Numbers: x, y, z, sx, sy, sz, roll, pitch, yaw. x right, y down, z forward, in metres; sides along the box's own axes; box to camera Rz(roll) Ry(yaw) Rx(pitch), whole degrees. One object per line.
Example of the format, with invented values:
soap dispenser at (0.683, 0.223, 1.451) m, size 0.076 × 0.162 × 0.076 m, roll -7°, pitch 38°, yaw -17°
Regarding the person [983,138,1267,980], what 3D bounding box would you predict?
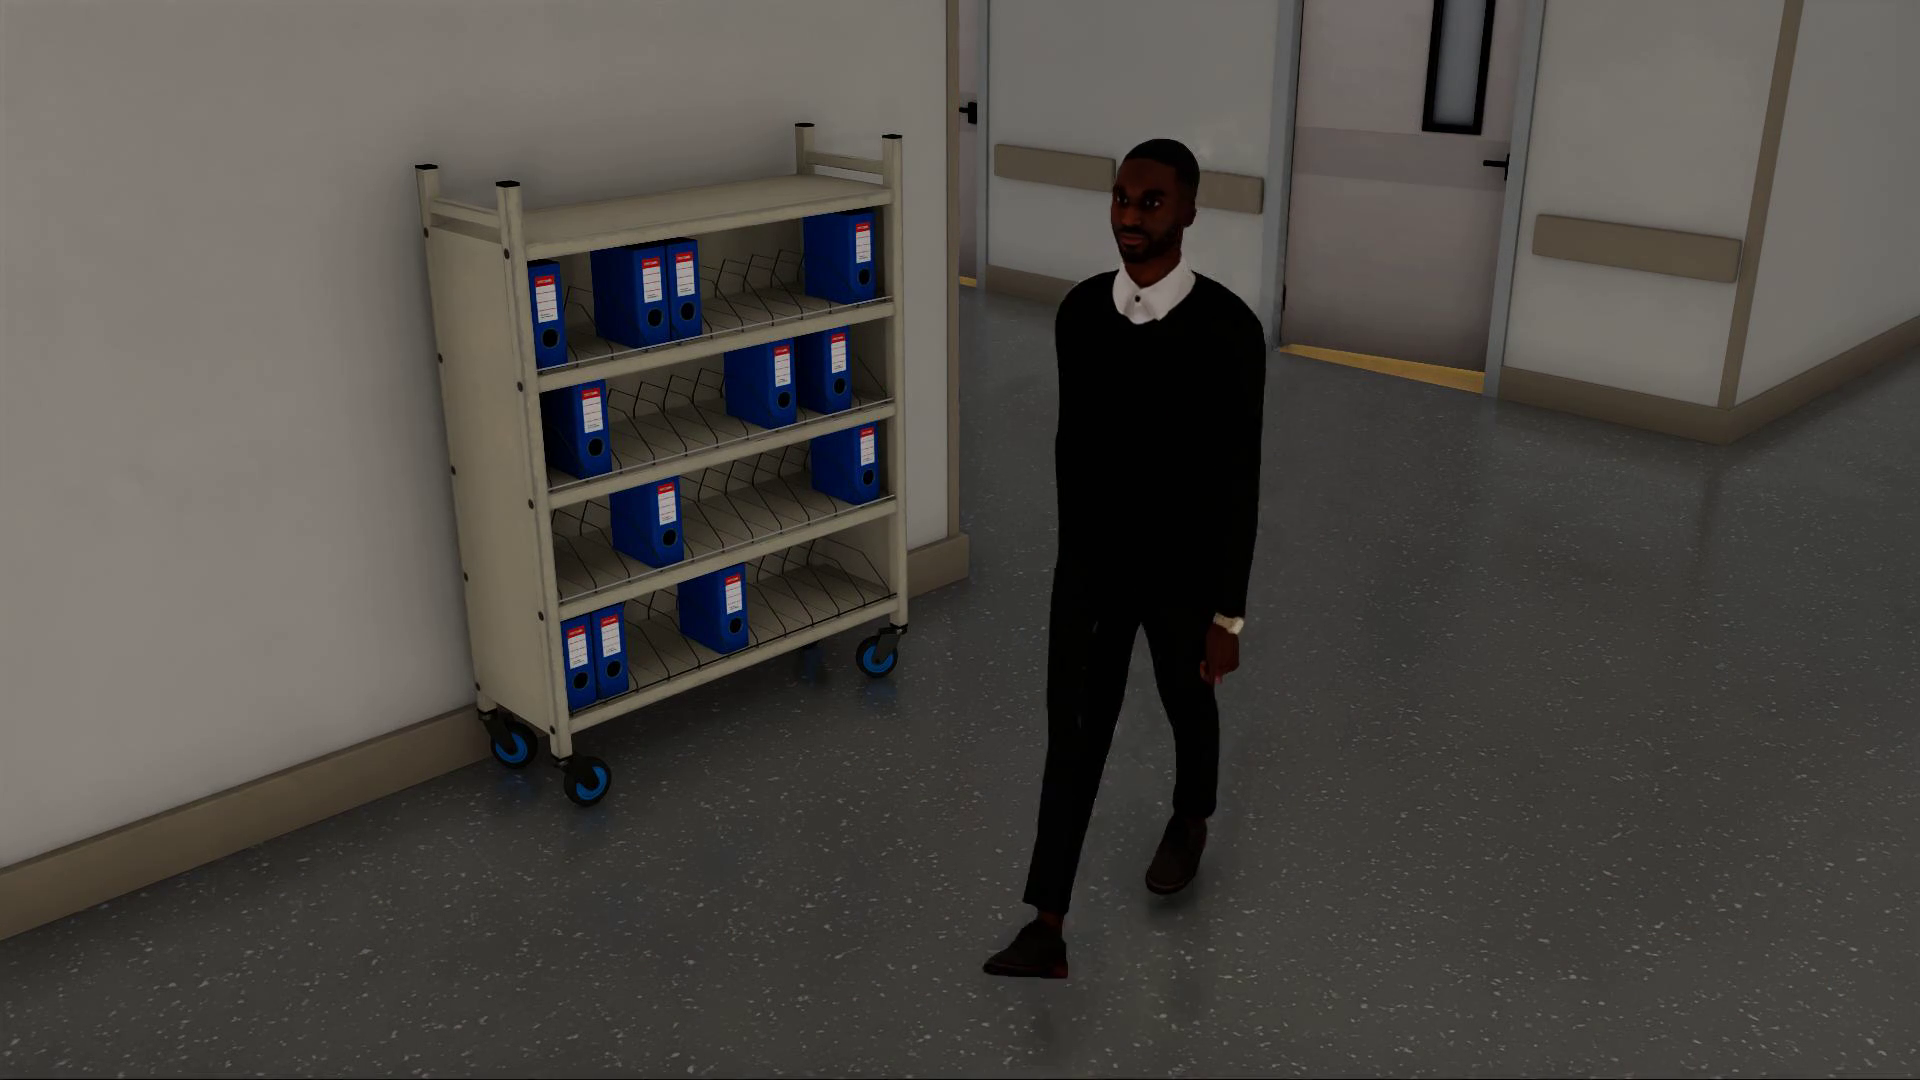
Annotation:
person at (0.460, 0.043, 3.656) m, size 0.912 × 1.758 × 1.273 m, roll 11°, pitch 23°, yaw 26°
